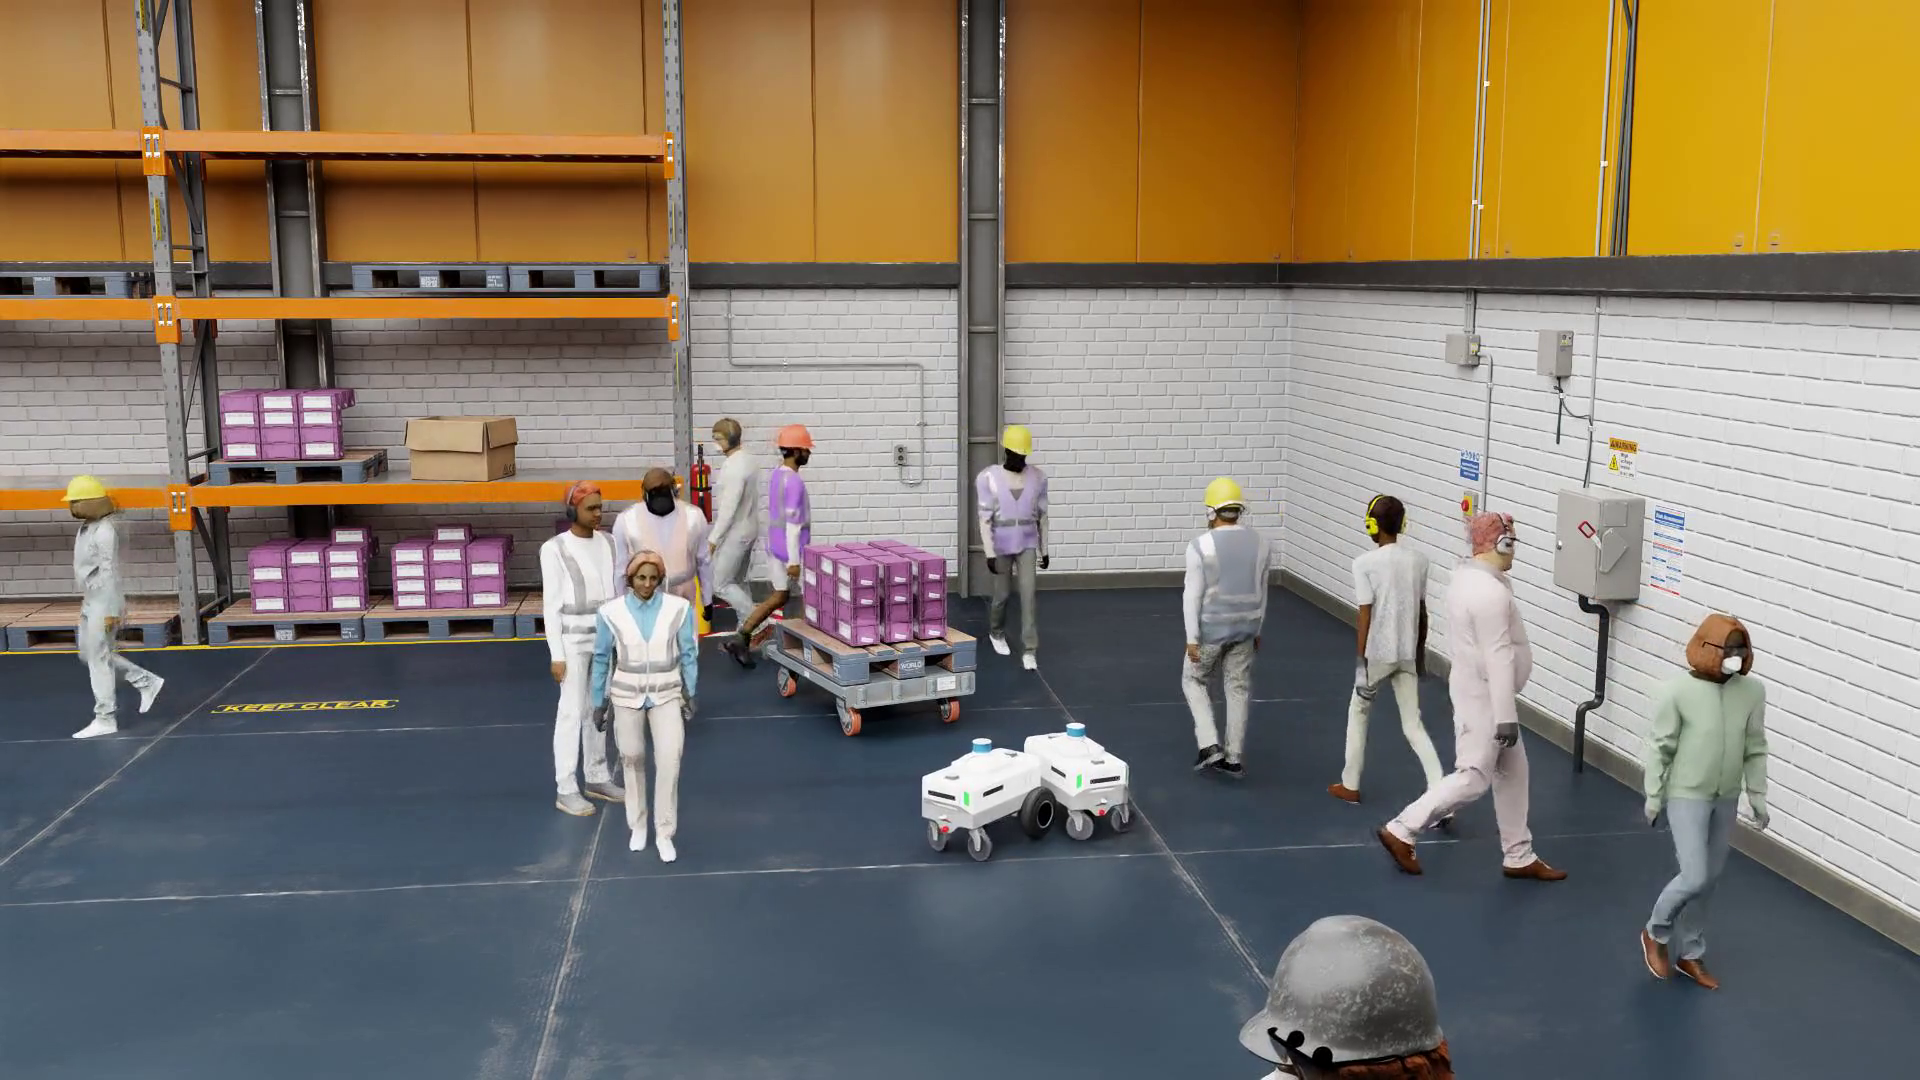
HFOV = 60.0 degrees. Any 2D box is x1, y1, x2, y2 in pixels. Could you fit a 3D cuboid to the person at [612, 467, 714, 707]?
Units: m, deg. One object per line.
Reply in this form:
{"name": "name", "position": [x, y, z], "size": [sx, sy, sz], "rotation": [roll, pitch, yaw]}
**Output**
{"name": "person", "position": [-1.969, 0.383, 10.970], "size": [0.649, 1.810, 0.771], "rotation": [-3, 10, -19]}

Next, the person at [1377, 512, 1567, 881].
{"name": "person", "position": [2.577, 0.787, 8.274], "size": [0.887, 1.863, 0.649], "rotation": [2, 9, 13]}

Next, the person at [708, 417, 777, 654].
{"name": "person", "position": [-1.747, -0.016, 13.100], "size": [0.491, 1.915, 0.639], "rotation": [-1, 9, -5]}

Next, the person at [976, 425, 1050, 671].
{"name": "person", "position": [0.401, 0.025, 12.966], "size": [0.596, 1.883, 0.824], "rotation": [-2, 9, -10]}

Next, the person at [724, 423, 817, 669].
{"name": "person", "position": [-1.354, 0.062, 12.683], "size": [0.888, 1.910, 0.556], "rotation": [-4, 10, -21]}

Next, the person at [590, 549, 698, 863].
{"name": "person", "position": [-1.622, 0.858, 8.574], "size": [0.553, 1.610, 0.634], "rotation": [-2, 9, -13]}

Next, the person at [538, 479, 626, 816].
{"name": "person", "position": [-2.115, 0.594, 9.406], "size": [0.345, 1.881, 0.579], "rotation": [5, 10, 27]}

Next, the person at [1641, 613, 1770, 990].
{"name": "person", "position": [3.155, 1.108, 7.015], "size": [0.499, 1.618, 0.355], "rotation": [-2, 9, -15]}

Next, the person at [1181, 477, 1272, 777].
{"name": "person", "position": [1.583, 0.530, 10.004], "size": [0.590, 1.819, 0.420], "rotation": [-3, 10, -18]}

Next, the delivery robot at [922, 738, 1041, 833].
{"name": "delivery robot", "position": [0.116, 1.300, 8.837], "size": [0.477, 0.478, 0.707], "rotation": [7, 11, 37]}

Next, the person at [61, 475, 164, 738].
{"name": "person", "position": [-5.612, 0.423, 10.968], "size": [0.531, 1.731, 0.488], "rotation": [-8, 12, -42]}

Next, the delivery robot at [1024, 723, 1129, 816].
{"name": "delivery robot", "position": [0.635, 1.251, 9.142], "size": [0.477, 0.478, 0.707], "rotation": [-4, 10, -23]}

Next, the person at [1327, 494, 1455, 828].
{"name": "person", "position": [2.423, 0.665, 9.215], "size": [0.562, 1.818, 0.958], "rotation": [-3, 10, -18]}
